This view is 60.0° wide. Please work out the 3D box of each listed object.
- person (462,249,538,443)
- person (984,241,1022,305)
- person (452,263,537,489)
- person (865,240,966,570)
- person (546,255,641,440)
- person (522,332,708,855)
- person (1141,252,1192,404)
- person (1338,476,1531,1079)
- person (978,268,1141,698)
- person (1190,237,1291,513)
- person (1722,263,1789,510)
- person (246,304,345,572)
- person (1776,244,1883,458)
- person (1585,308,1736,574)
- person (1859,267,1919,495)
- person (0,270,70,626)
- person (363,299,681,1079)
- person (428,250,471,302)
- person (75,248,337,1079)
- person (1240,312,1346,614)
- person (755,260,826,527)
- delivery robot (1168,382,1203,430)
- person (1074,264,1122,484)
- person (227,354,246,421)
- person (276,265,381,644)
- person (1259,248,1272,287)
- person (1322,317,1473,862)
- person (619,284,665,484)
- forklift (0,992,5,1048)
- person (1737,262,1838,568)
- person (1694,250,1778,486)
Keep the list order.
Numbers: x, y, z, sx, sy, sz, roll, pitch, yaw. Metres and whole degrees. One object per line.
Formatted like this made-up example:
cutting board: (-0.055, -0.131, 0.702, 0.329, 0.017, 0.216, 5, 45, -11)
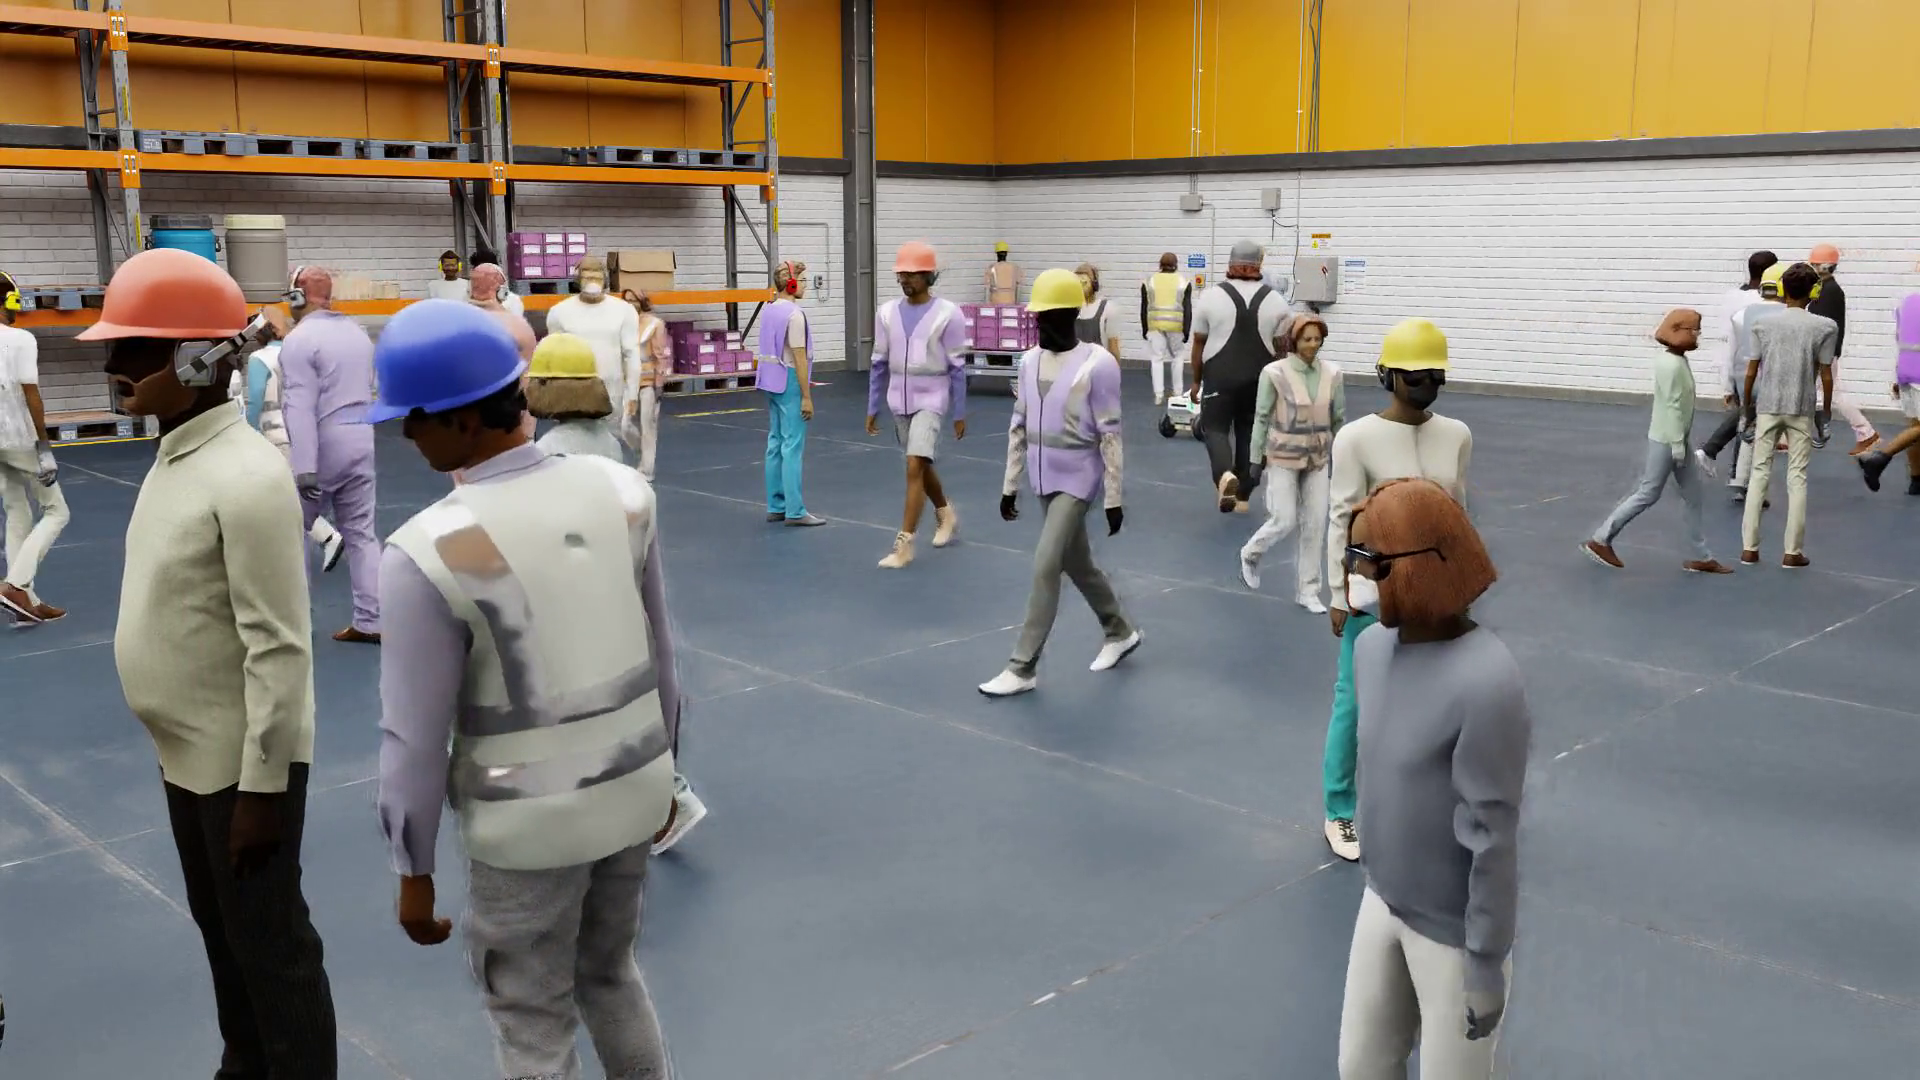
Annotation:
person: (-3.917, -1.517, 14.193, 0.603, 1.914, 0.995, 3, 11, 18)
person: (0.666, -3.737, 26.237, 0.607, 1.925, 0.384, -2, 11, -8)
person: (-2.782, -0.673, 9.712, 0.646, 1.873, 0.822, -1, 10, -3)
person: (-0.241, -0.868, 10.427, 0.620, 2.007, 1.048, 6, 12, 29)
person: (-2.542, -1.024, 11.578, 0.641, 1.900, 0.970, -2, 11, -13)
person: (-1.215, 0.175, 5.466, 0.831, 1.713, 0.485, 2, 11, 12)
person: (2.507, -2.567, 20.167, 0.630, 1.818, 0.762, 2, 11, 12)
person: (0.926, 0.678, 3.005, 0.600, 1.610, 0.509, -3, 11, -16)
person: (0.492, -0.276, 7.485, 0.978, 1.886, 0.609, -8, 13, -36)
person: (2.017, -1.171, 11.930, 0.694, 2.000, 0.754, -1, 10, -4)
person: (5.982, -1.120, 12.263, 0.565, 1.812, 0.607, -8, 13, -37)
person: (-3.943, -0.588, 9.895, 0.639, 1.619, 0.538, 2, 11, 11)
person: (7.964, -1.729, 15.232, 1.007, 1.956, 0.625, 5, 11, 24)
person: (4.236, -0.593, 10.008, 0.812, 1.607, 0.501, 7, 12, 32)
person: (7.349, -1.274, 12.827, 0.735, 1.920, 0.558, -1, 10, -7)
person: (-4.891, -0.463, 8.592, 0.554, 1.847, 0.408, 3, 11, 15)
person: (-0.787, 0.514, 3.136, 0.456, 1.923, 0.644, 7, 12, 33)
person: (-5.472, -2.186, 17.964, 0.513, 1.861, 0.327, -2, 11, -13)
person: (-1.502, 0.421, 3.372, 0.379, 1.996, 0.609, -9, 14, -40)
person: (1.795, -0.427, 9.017, 0.543, 1.620, 0.507, -4, 11, -20)
person: (-1.214, -1.015, 11.605, 0.388, 1.847, 0.563, -7, 12, -32)
delivery robot: (2.403, -1.344, 16.672, 0.477, 0.478, 0.707, 10, 14, 43)
person: (0.971, -1.292, 13.258, 0.536, 1.788, 0.979, 8, 13, 36)
person: (-4.127, -0.585, 9.161, 0.343, 1.882, 0.586, 3, 11, 17)
person: (-3.192, -0.407, 8.227, 0.763, 1.877, 0.662, 3, 11, 18)
person: (3.241, -2.397, 18.987, 0.920, 1.900, 0.652, 3, 11, 14)
person: (1.434, 0.164, 5.401, 0.532, 1.767, 0.328, -4, 11, -20)
person: (-2.604, -1.251, 13.475, 0.537, 1.623, 0.364, 5, 12, 26)
forklift: (-3.245, 0.323, 3.363, 2.313, 2.155, 1.214, 2, 11, 13)
person: (5.038, -0.754, 10.161, 0.520, 1.861, 0.317, 6, 12, 30)
person: (6.307, -1.369, 13.375, 0.474, 1.903, 0.629, 0, 10, -2)
